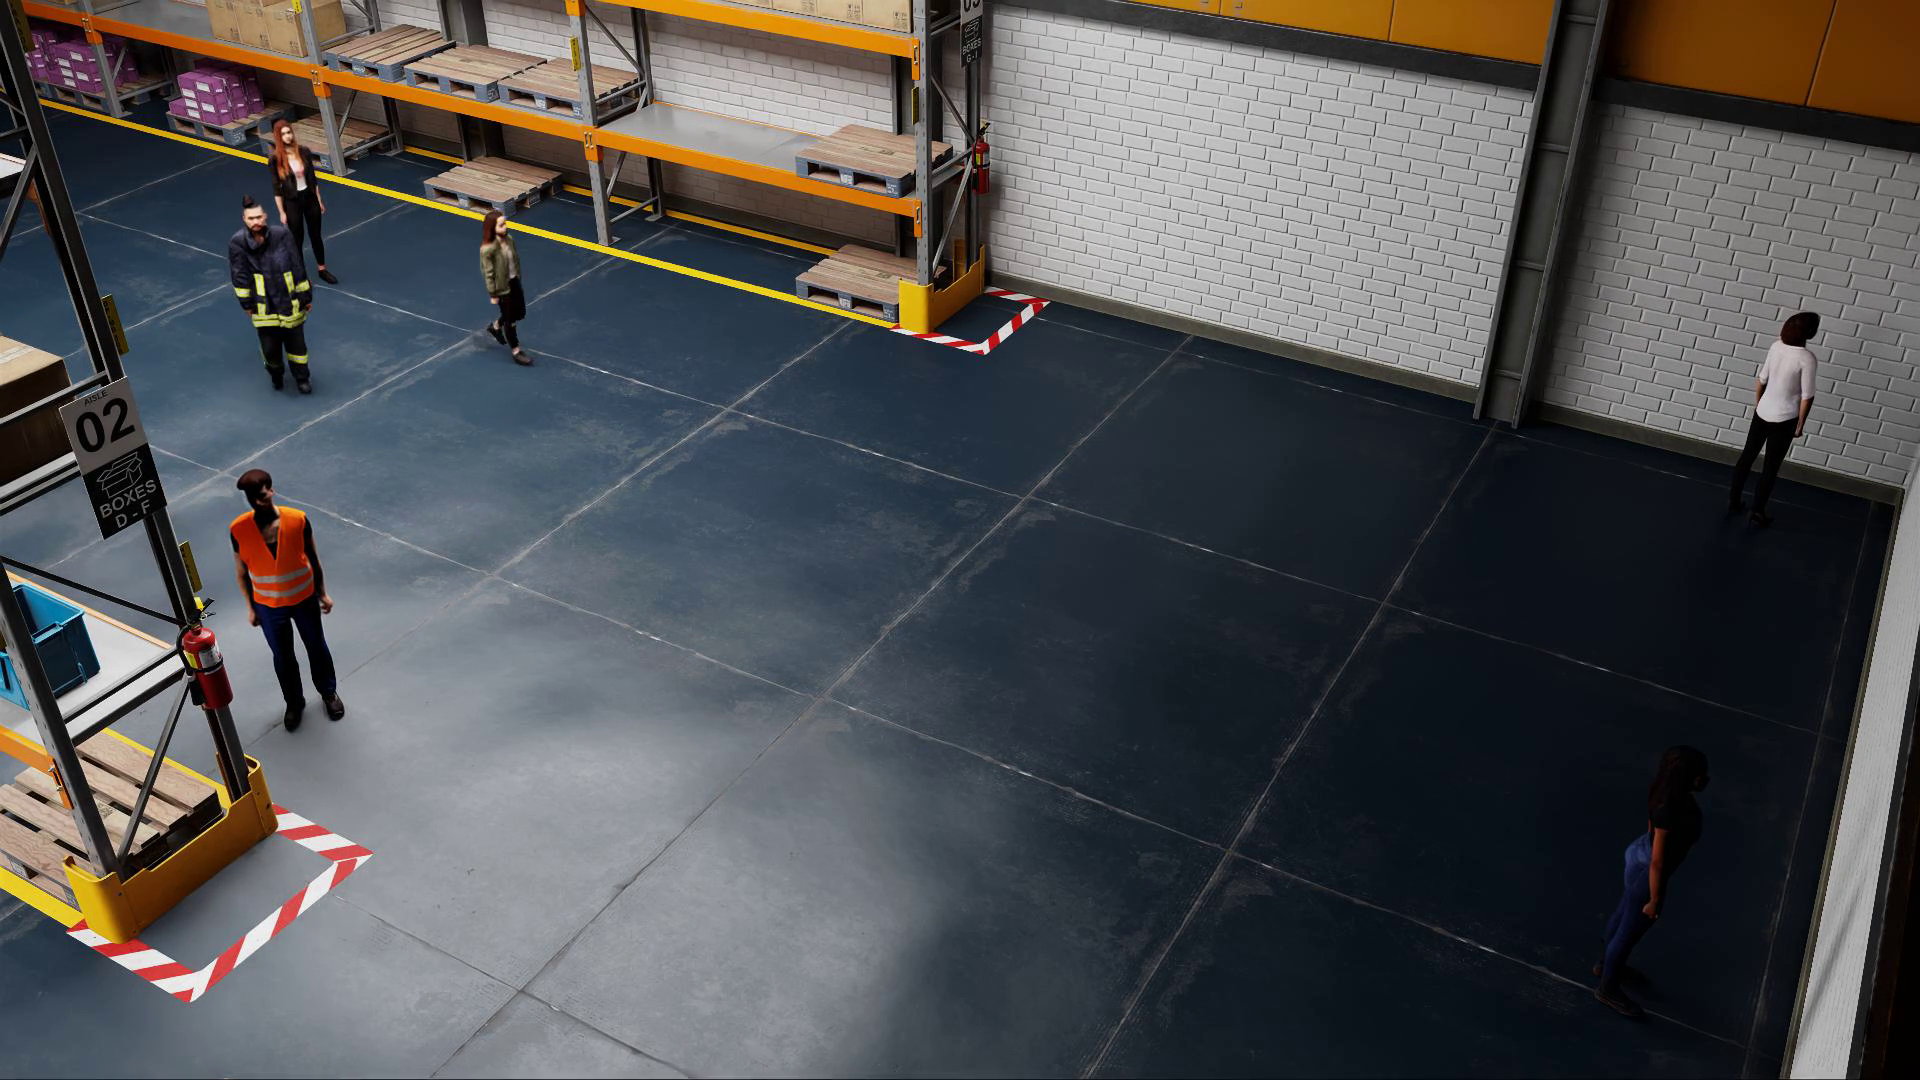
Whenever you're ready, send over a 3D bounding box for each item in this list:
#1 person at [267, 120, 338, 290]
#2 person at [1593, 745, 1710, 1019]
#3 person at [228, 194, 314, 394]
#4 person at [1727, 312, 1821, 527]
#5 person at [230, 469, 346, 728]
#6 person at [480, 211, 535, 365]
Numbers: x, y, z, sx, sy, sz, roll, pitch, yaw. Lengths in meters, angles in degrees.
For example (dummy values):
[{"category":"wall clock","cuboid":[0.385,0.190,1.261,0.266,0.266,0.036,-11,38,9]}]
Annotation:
[{"category":"person","cuboid":[-6.574,-3.357,16.562,0.670,1.711,0.633,-27,42,-34]},{"category":"person","cuboid":[3.644,1.775,8.815,0.560,1.740,0.579,13,36,18]},{"category":"person","cuboid":[-6.047,-2.192,14.682,0.907,1.851,0.931,-17,37,-24]},{"category":"person","cuboid":[6.293,-0.940,12.851,0.750,1.794,0.647,-15,36,-21]},{"category":"person","cuboid":[-4.389,0.353,10.820,0.794,1.889,0.836,-12,35,-17]},{"category":"person","cuboid":[-4.217,-2.321,15.225,0.796,1.465,0.614,16,37,22]}]
